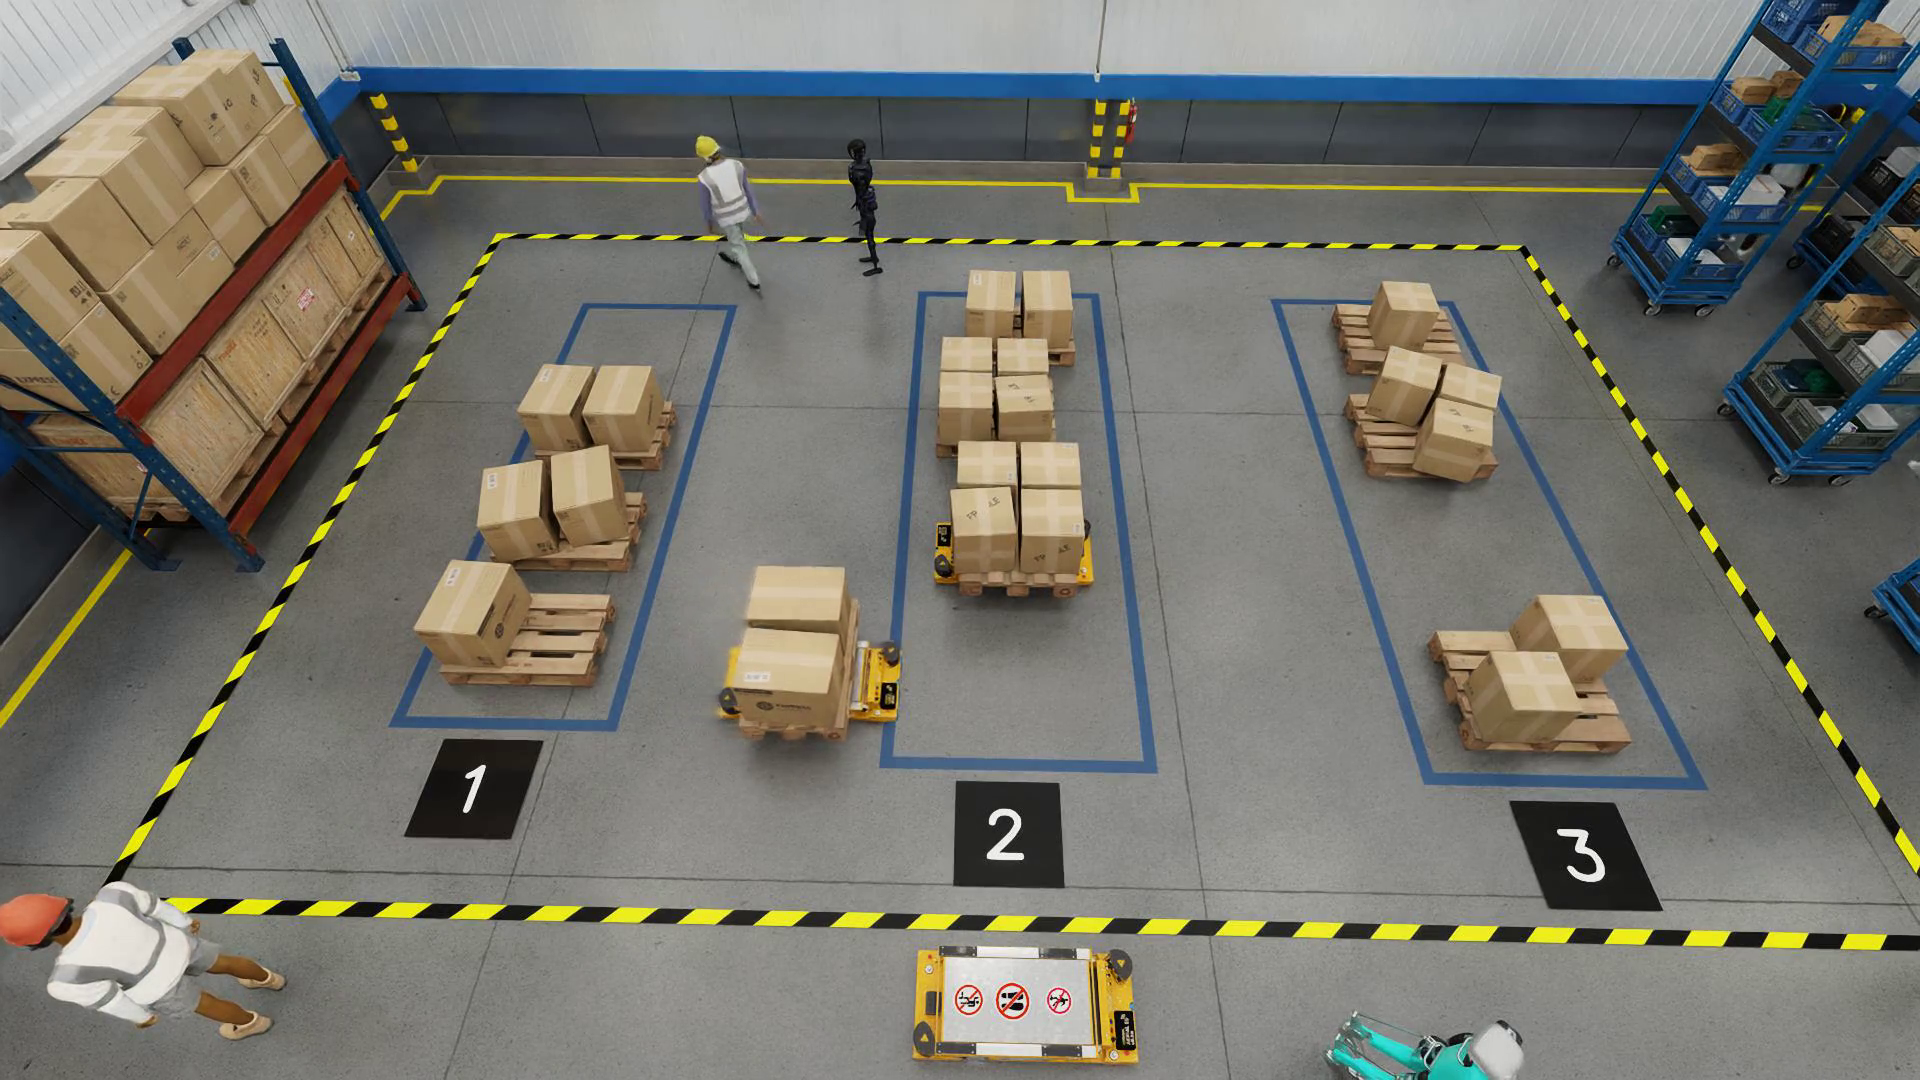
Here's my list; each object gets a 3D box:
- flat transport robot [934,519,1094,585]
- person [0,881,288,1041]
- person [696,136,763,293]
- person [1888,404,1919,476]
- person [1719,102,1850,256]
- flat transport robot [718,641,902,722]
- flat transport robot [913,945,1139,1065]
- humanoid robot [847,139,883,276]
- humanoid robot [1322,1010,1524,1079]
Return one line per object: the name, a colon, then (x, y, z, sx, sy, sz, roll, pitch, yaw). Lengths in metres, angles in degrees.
flat transport robot: (0.490, 0.087, 8.397, 1.431, 0.197, 0.652, 1, 51, 1)
person: (-4.690, 2.477, 5.324, 0.379, 2.039, 0.615, -2, 51, -2)
person: (-2.656, -3.771, 10.582, 0.949, 1.769, 0.621, 35, 59, 25)
person: (9.562, -1.480, 8.694, 0.532, 1.819, 0.998, 3, 51, 3)
person: (9.848, -4.302, 10.964, 0.337, 1.866, 0.532, -14, 52, -12)
flat transport robot: (-1.215, 1.145, 7.534, 1.431, 0.197, 0.652, 1, 51, 1)
flat transport robot: (0.422, 3.041, 6.007, 1.431, 0.231, 0.659, 1, 51, 1)
humanoid robot: (-1.125, -3.891, 10.742, 0.315, 1.653, 0.599, -7, 51, -6)
humanoid robot: (2.439, 2.860, 5.124, 0.533, 1.672, 0.735, -36, 59, -26)
